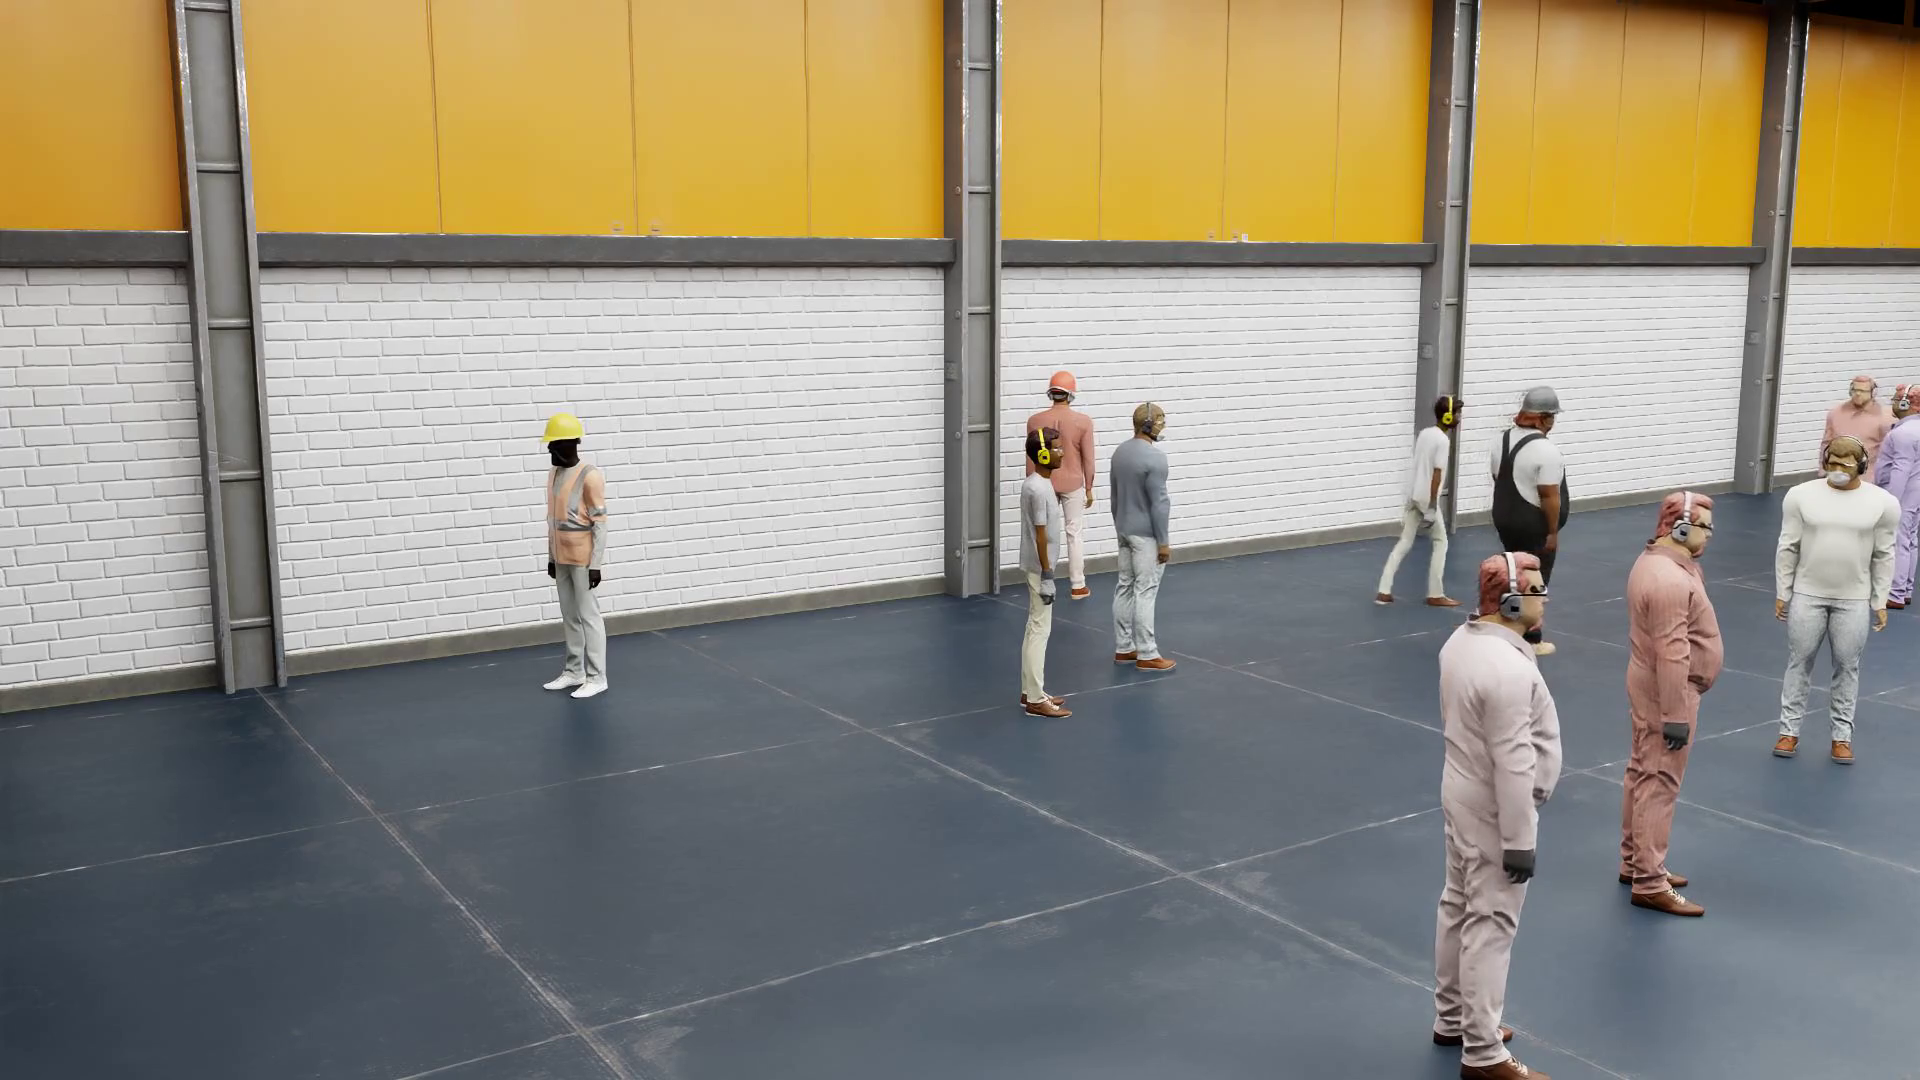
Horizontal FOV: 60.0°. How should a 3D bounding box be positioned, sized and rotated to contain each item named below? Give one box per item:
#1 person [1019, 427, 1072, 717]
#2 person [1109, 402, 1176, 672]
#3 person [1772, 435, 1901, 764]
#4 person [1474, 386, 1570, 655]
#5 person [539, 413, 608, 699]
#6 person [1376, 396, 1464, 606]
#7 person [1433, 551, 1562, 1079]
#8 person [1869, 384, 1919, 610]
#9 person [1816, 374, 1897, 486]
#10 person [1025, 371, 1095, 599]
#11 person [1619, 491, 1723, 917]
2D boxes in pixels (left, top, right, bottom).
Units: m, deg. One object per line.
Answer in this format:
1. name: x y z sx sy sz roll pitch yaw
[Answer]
1. person: 0.549 0.205 10.774 0.328 1.877 0.513 -1 9 -3
2. person: 1.307 -0.023 11.968 0.375 1.936 0.627 -5 10 -25
3. person: 5.117 0.344 9.759 0.627 1.934 0.370 5 11 28
4. person: 4.247 -0.147 12.393 0.599 2.000 0.695 -3 10 -17
5. person: -2.616 0.105 11.214 0.594 1.924 0.382 9 13 44
6. person: 3.902 -0.317 14.146 0.715 1.818 0.545 -2 10 -13
7. person: 1.938 0.985 5.976 0.404 1.911 0.636 0 9 0
8. person: 7.963 -0.365 14.111 0.408 1.909 0.638 9 13 42
9. person: 8.471 -0.630 15.730 0.647 1.889 0.659 -7 12 -35
10. person: 0.879 -0.476 14.509 0.613 1.995 0.391 3 10 16
11. person: 3.231 0.724 7.562 0.410 1.905 0.641 2 10 14
